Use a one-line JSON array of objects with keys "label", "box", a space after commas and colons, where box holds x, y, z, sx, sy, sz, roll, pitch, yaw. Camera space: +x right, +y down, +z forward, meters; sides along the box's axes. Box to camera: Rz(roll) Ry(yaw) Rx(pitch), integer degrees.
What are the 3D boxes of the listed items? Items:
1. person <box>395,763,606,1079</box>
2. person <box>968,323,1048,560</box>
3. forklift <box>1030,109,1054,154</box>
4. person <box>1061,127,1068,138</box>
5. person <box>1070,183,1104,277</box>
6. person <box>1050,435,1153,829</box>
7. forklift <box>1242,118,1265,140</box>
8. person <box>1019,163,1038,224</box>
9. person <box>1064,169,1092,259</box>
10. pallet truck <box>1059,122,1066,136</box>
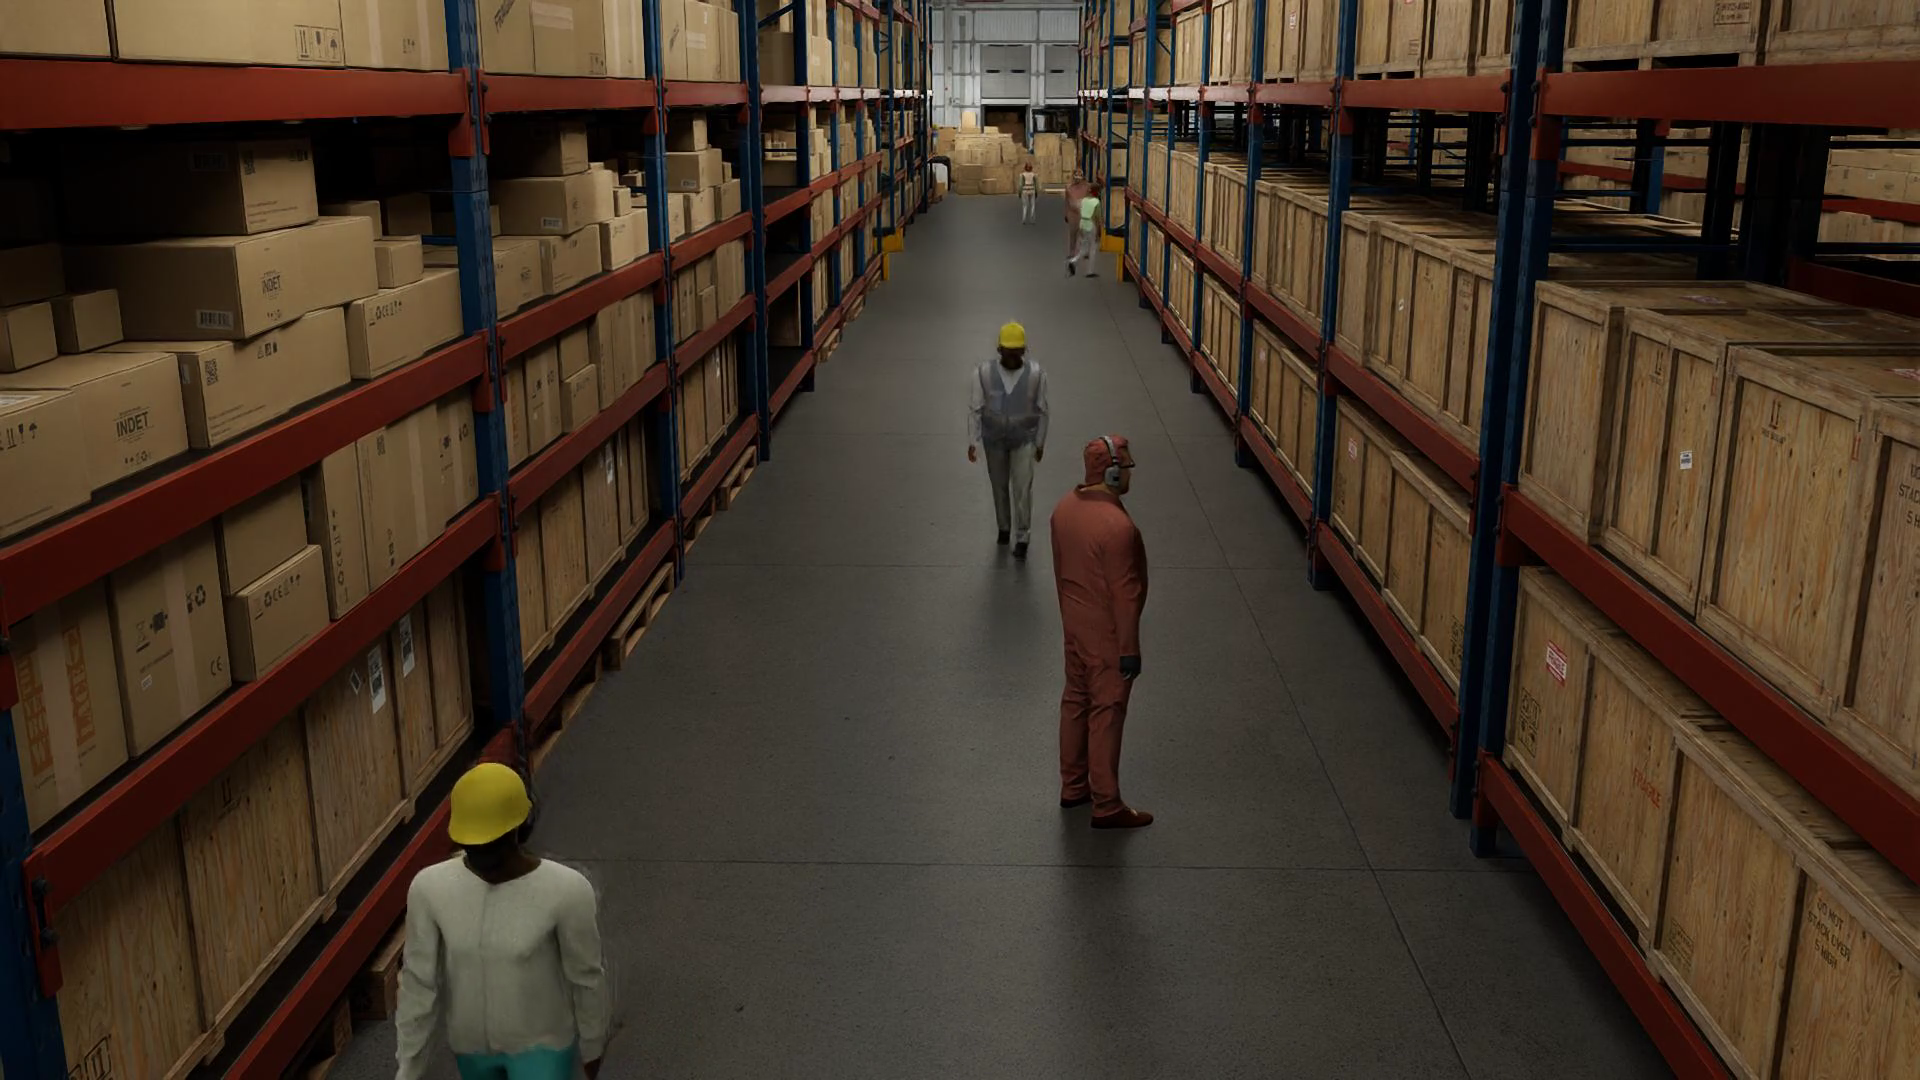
[{"label": "person", "box": [-1.278, 1.448, 4.599, 0.526, 1.724, 0.894, 2, 15, 7]}, {"label": "person", "box": [0.365, -0.763, 12.719, 0.605, 1.778, 0.948, 1, 15, 5]}, {"label": "forklift", "box": [3.519, -16.914, 70.725, 1.129, 2.768, 1.873, -3, 15, -12]}, {"label": "person", "box": [5.094, -19.323, 81.662, 0.341, 1.858, 0.751, 4, 16, 15]}, {"label": "person", "box": [2.468, -5.910, 31.793, 0.591, 1.811, 0.603, -9, 17, -30]}, {"label": "person", "box": [0.700, 0.437, 8.010, 0.406, 1.911, 0.637, -7, 17, -24]}, {"label": "forklift", "box": [7.775, -9.900, 44.625, 1.129, 2.768, 1.873, 0, 15, 2]}, {"label": "person", "box": [1.852, -9.379, 45.046, 0.522, 1.636, 0.311, -2, 15, -7]}, {"label": "person", "box": [2.528, -6.972, 35.607, 0.644, 1.899, 0.396, 7, 16, 23]}, {"label": "pallet truck", "box": [5.788, -21.111, 88.014, 1.885, 1.965, 0.823, 5, 16, 18]}]
